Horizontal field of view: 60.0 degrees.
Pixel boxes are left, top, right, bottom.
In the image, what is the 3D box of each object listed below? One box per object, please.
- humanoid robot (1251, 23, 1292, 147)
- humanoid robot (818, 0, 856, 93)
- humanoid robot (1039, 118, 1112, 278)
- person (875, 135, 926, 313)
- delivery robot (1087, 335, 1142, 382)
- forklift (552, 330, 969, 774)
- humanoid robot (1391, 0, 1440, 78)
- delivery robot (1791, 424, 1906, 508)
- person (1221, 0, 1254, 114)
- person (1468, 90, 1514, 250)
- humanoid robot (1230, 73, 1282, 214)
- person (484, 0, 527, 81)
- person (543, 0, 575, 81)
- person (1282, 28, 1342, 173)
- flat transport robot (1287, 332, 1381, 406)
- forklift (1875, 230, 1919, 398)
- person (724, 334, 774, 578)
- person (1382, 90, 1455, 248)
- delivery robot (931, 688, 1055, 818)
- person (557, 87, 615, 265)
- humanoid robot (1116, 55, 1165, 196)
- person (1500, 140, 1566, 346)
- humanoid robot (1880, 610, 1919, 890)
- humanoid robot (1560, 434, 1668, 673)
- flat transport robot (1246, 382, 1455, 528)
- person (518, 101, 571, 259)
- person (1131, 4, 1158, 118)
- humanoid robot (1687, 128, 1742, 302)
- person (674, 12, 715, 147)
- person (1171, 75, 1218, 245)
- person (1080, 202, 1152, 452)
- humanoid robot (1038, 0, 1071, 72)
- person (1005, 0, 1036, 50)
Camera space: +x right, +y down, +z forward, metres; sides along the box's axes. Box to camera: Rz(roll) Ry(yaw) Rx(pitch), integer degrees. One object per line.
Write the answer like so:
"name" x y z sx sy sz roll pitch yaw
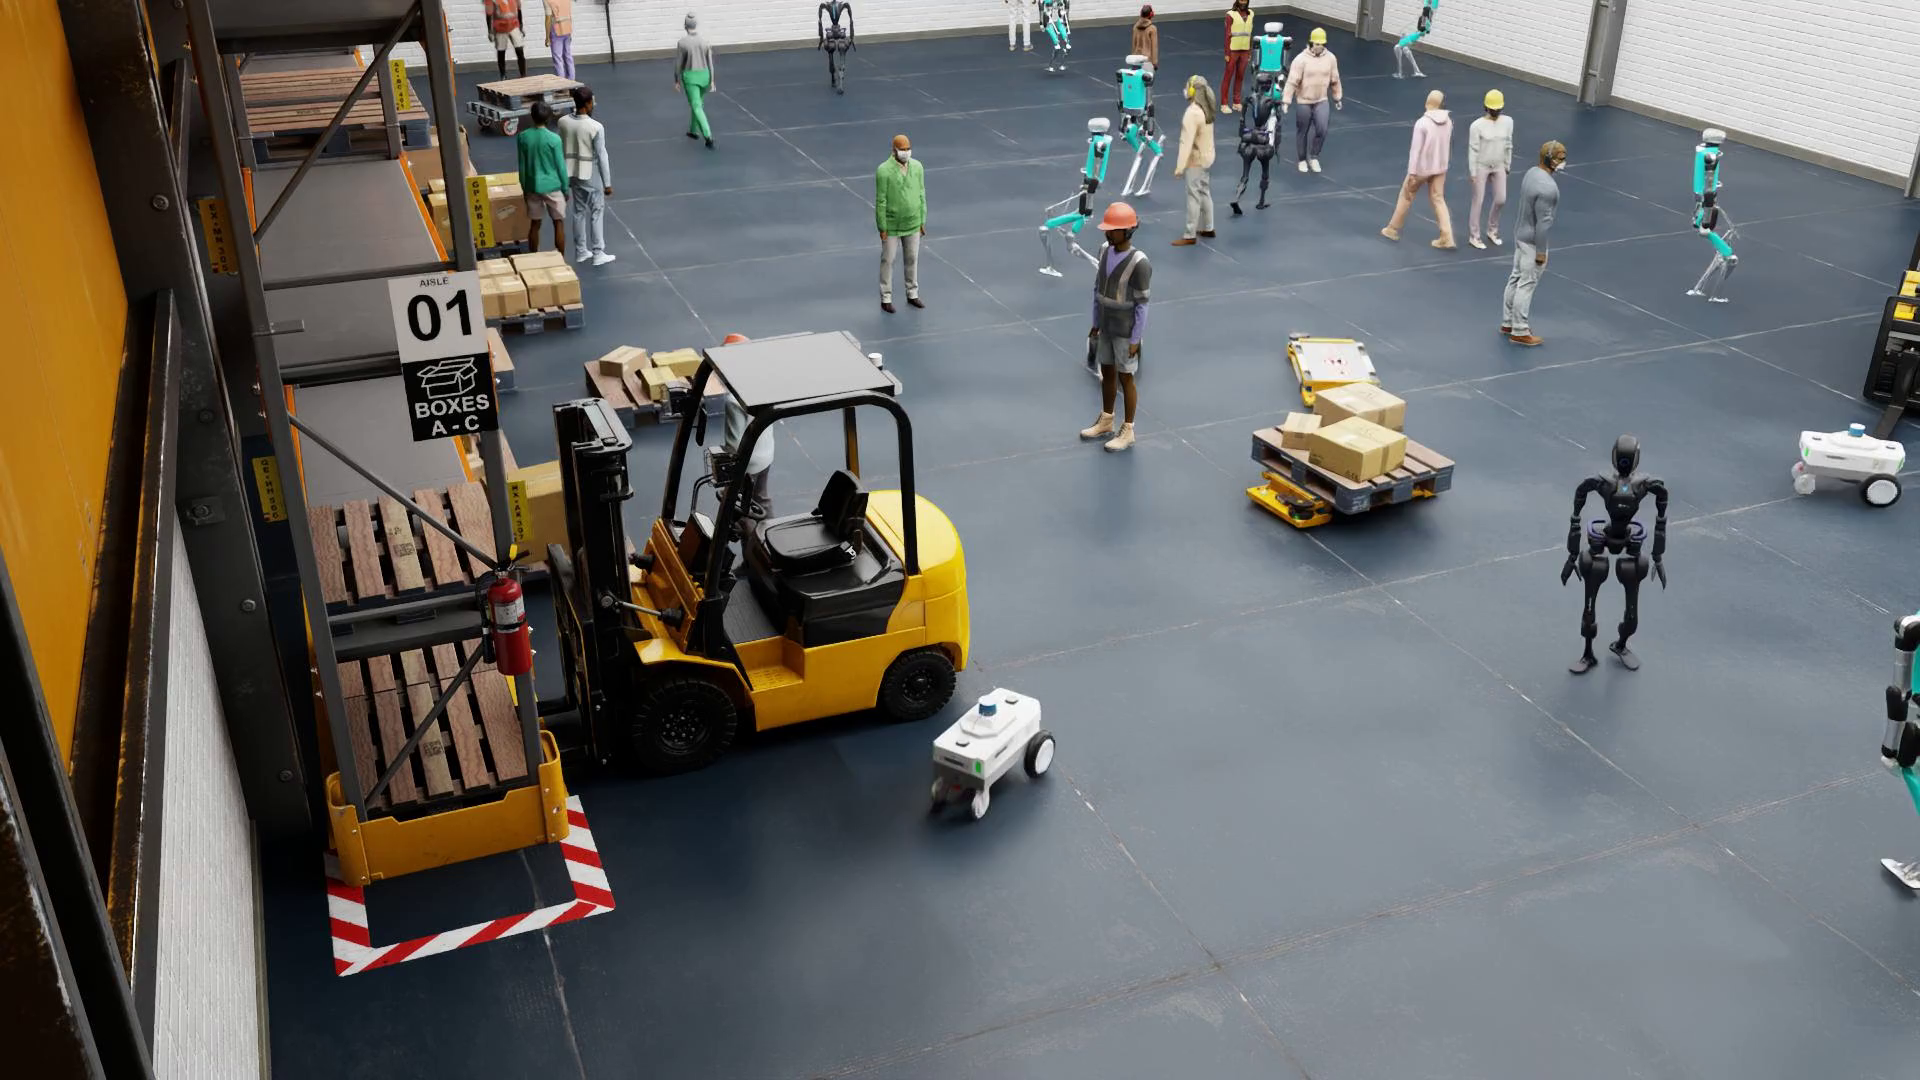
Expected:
"humanoid robot" 4.266 -6.244 22.785 0.537 1.731 0.931 7 28 14
"humanoid robot" -1.941 -7.920 26.218 0.608 1.620 0.787 0 27 0
"humanoid robot" 1.171 -3.533 17.407 1.032 1.746 0.544 2 27 4
"person" -0.591 -3.159 16.600 0.539 1.776 0.388 -13 30 -24
"delivery robot" 1.427 -1.795 15.243 0.499 0.598 0.802 1 27 2
"forklift" -1.094 0.010 9.831 2.313 2.155 1.214 -10 28 -20
"humanoid robot" 7.390 -8.397 27.086 0.834 1.789 0.530 13 29 24
"delivery robot" 6.886 -0.606 12.869 0.793 0.590 0.499 9 28 18
"person" 4.133 -7.280 24.798 0.467 1.769 0.377 -12 29 -23
"person" 5.911 -4.138 18.557 0.539 1.749 0.387 -4 27 -9
"humanoid robot" 3.529 -4.722 19.870 0.592 1.648 0.724 19 32 32
"person" -7.106 -8.029 26.132 0.635 1.922 0.778 -16 31 -29
"person" -6.216 -7.854 25.870 0.394 1.840 0.563 14 30 26
"person" 4.559 -5.659 21.481 0.835 1.843 0.596 -2 27 -3
"flat transport robot" 3.372 -1.537 15.045 0.659 0.231 1.431 2 27 3
"forklift" 9.029 -2.397 14.618 1.214 2.155 2.313 18 32 32
"person" -1.477 -0.588 11.521 0.351 1.737 0.572 9 28 17
"person" 5.238 -4.159 18.635 0.548 1.725 0.907 -11 29 -22
"delivery robot" 0.163 1.153 9.385 0.499 0.603 0.807 16 31 29
"person" -4.039 -3.916 17.956 0.600 1.907 0.398 13 29 24
"humanoid robot" 2.272 -5.099 20.425 0.537 1.738 0.706 23 35 38
"person" 5.425 -2.817 15.739 0.374 1.934 0.627 1 27 2
"humanoid robot" 4.901 1.147 8.131 0.557 1.831 0.895 -6 27 -11
"humanoid robot" 4.052 0.081 10.265 0.619 1.636 0.440 6 27 12
"flat transport robot" 2.990 -0.423 12.829 1.431 0.231 0.659 -13 30 -25
"person" -4.412 -3.716 17.652 0.510 1.832 0.457 4 27 9
"person" 2.692 -7.006 24.390 0.462 1.648 0.327 23 35 38
"humanoid robot" 7.746 -3.218 16.838 0.820 1.847 0.549 5 27 10
"person" -3.649 -6.375 22.976 0.512 1.794 0.976 -16 31 -29
"person" 2.650 -4.228 18.618 0.421 1.878 0.753 13 30 24
"person" 1.258 -1.719 13.437 0.375 2.043 0.606 -17 31 -30
"humanoid robot" 1.590 -8.458 27.027 0.533 1.677 0.735 -8 28 -15
"person" 1.059 -9.594 29.273 0.583 1.882 0.337 6 27 12
